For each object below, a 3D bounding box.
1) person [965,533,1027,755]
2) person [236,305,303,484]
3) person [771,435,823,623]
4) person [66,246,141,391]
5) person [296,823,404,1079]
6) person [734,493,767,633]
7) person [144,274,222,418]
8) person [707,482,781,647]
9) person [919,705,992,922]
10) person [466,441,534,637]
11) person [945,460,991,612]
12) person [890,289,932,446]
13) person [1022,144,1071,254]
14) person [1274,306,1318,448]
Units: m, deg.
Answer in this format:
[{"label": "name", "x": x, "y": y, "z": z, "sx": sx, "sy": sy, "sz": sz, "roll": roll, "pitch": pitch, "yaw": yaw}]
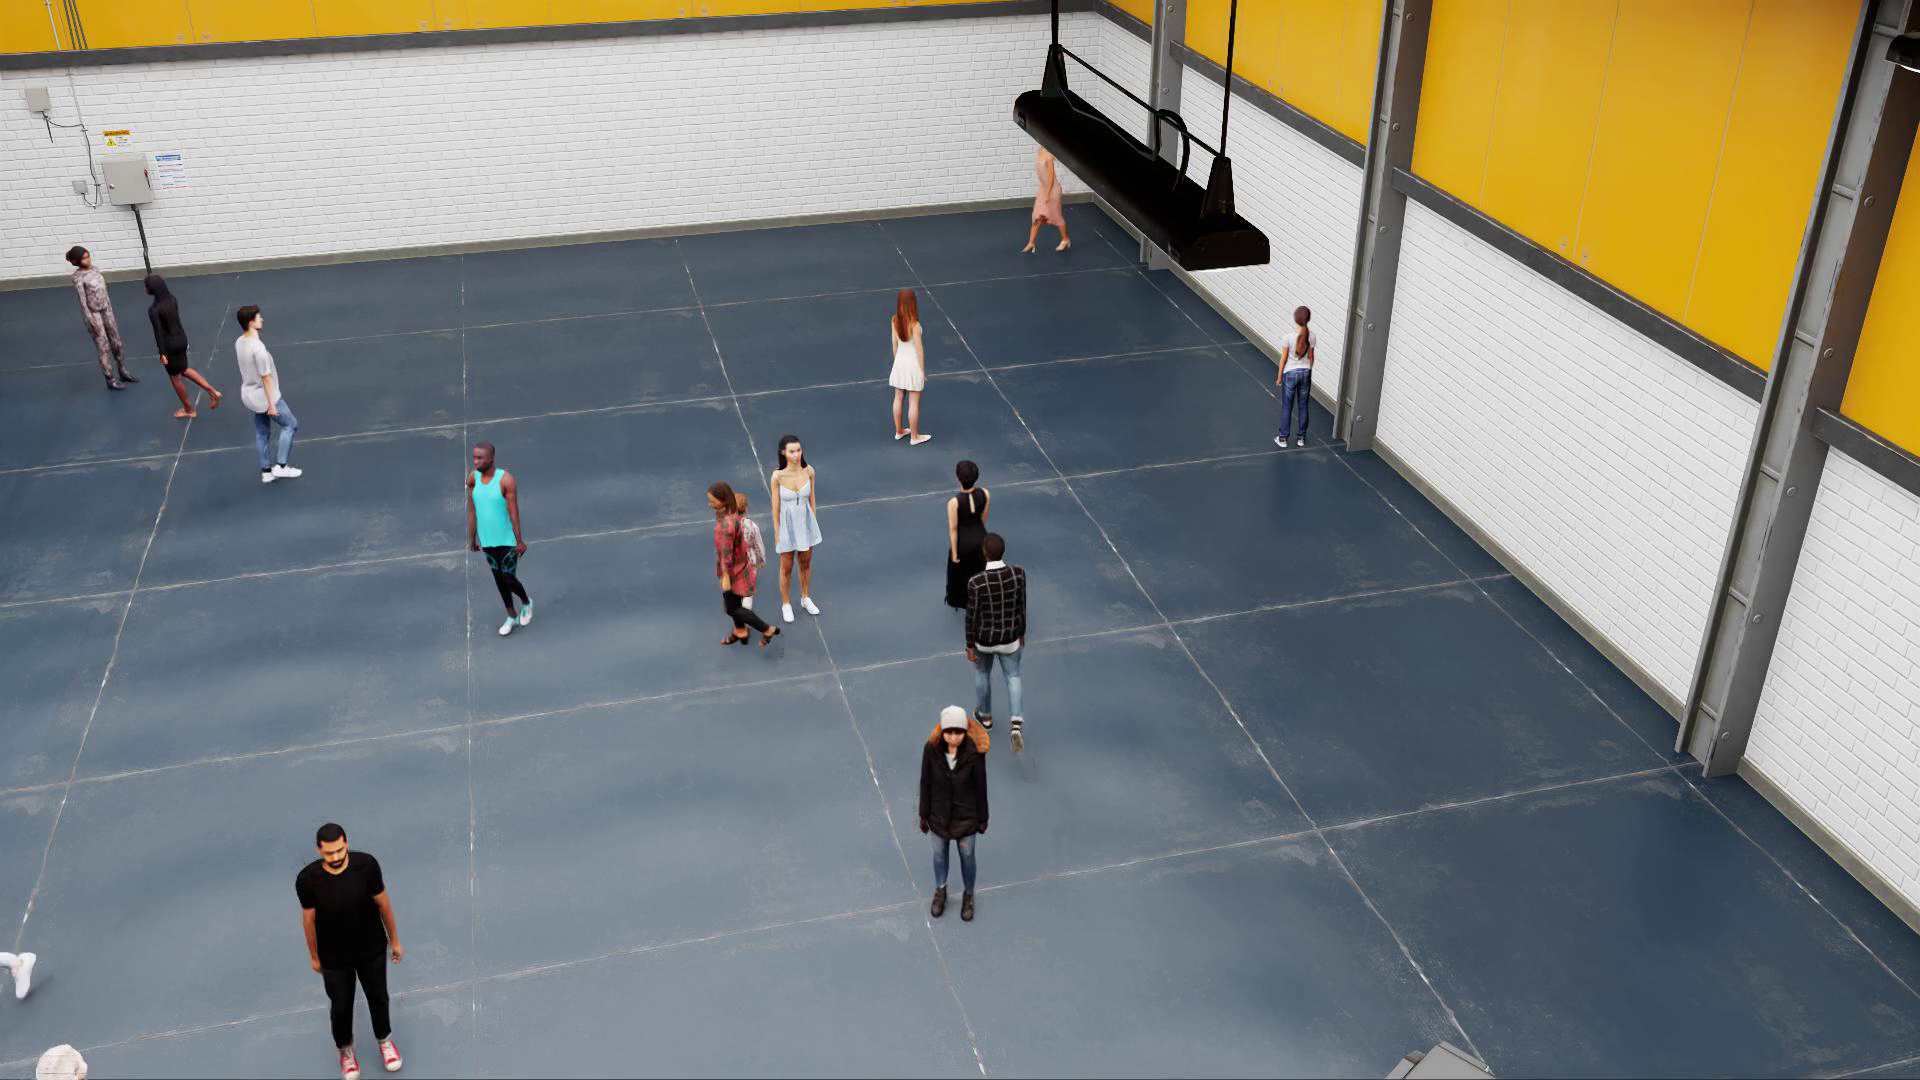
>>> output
[{"label": "person", "x": 0.313, "y": 0.800, "z": 12.756, "sx": 0.680, "sy": 1.800, "sz": 1.044, "roll": -7, "pitch": 29, "yaw": -12}, {"label": "person", "x": -7.118, "y": -1.430, "z": 16.771, "sx": 0.806, "sy": 1.871, "sz": 0.880, "roll": 21, "pitch": 35, "yaw": 33}, {"label": "person", "x": -1.442, "y": -0.119, "z": 14.518, "sx": 0.639, "sy": 1.727, "sz": 0.617, "roll": -15, "pitch": 32, "yaw": -25}, {"label": "person", "x": -9.870, "y": -2.546, "z": 18.980, "sx": 0.768, "sy": 1.714, "sz": 0.678, "roll": 7, "pitch": 29, "yaw": 13}, {"label": "person", "x": -3.628, "y": 2.379, "z": 9.910, "sx": 0.725, "sy": 1.754, "sz": 0.718, "roll": -15, "pitch": 32, "yaw": -26}, {"label": "person", "x": -1.885, "y": 0.222, "z": 14.349, "sx": 0.716, "sy": 1.290, "sz": 0.897, "roll": 3, "pitch": 29, "yaw": 5}, {"label": "person", "x": -8.502, "y": -2.086, "z": 18.154, "sx": 0.900, "sy": 1.699, "sz": 0.898, "roll": 5, "pitch": 29, "yaw": 9}, {"label": "person", "x": -1.832, "y": 0.267, "z": 13.865, "sx": 0.717, "sy": 1.674, "sz": 0.685, "roll": -1, "pitch": 29, "yaw": -2}, {"label": "person", "x": -0.051, "y": 1.802, "z": 11.113, "sx": 0.722, "sy": 1.615, "sz": 0.743, "roll": 4, "pitch": 29, "yaw": 8}, {"label": "person", "x": -3.908, "y": -0.051, "z": 14.314, "sx": 0.785, "sy": 1.802, "sz": 0.826, "roll": 9, "pitch": 30, "yaw": 16}, {"label": "person", "x": 0.137, "y": 0.095, "z": 14.297, "sx": 0.712, "sy": 1.562, "sz": 1.092, "roll": -14, "pitch": 31, "yaw": -23}, {"label": "person", "x": -0.556, "y": -1.851, "z": 17.709, "sx": 0.624, "sy": 1.712, "sz": 0.707, "roll": 22, "pitch": 36, "yaw": 35}, {"label": "person", "x": 1.313, "y": -4.855, "z": 23.135, "sx": 0.851, "sy": 1.789, "sz": 1.027, "roll": -13, "pitch": 31, "yaw": -22}, {"label": "person", "x": 3.580, "y": -1.747, "z": 17.673, "sx": 0.573, "sy": 1.564, "sz": 0.571, "roll": -2, "pitch": 29, "yaw": -4}]
